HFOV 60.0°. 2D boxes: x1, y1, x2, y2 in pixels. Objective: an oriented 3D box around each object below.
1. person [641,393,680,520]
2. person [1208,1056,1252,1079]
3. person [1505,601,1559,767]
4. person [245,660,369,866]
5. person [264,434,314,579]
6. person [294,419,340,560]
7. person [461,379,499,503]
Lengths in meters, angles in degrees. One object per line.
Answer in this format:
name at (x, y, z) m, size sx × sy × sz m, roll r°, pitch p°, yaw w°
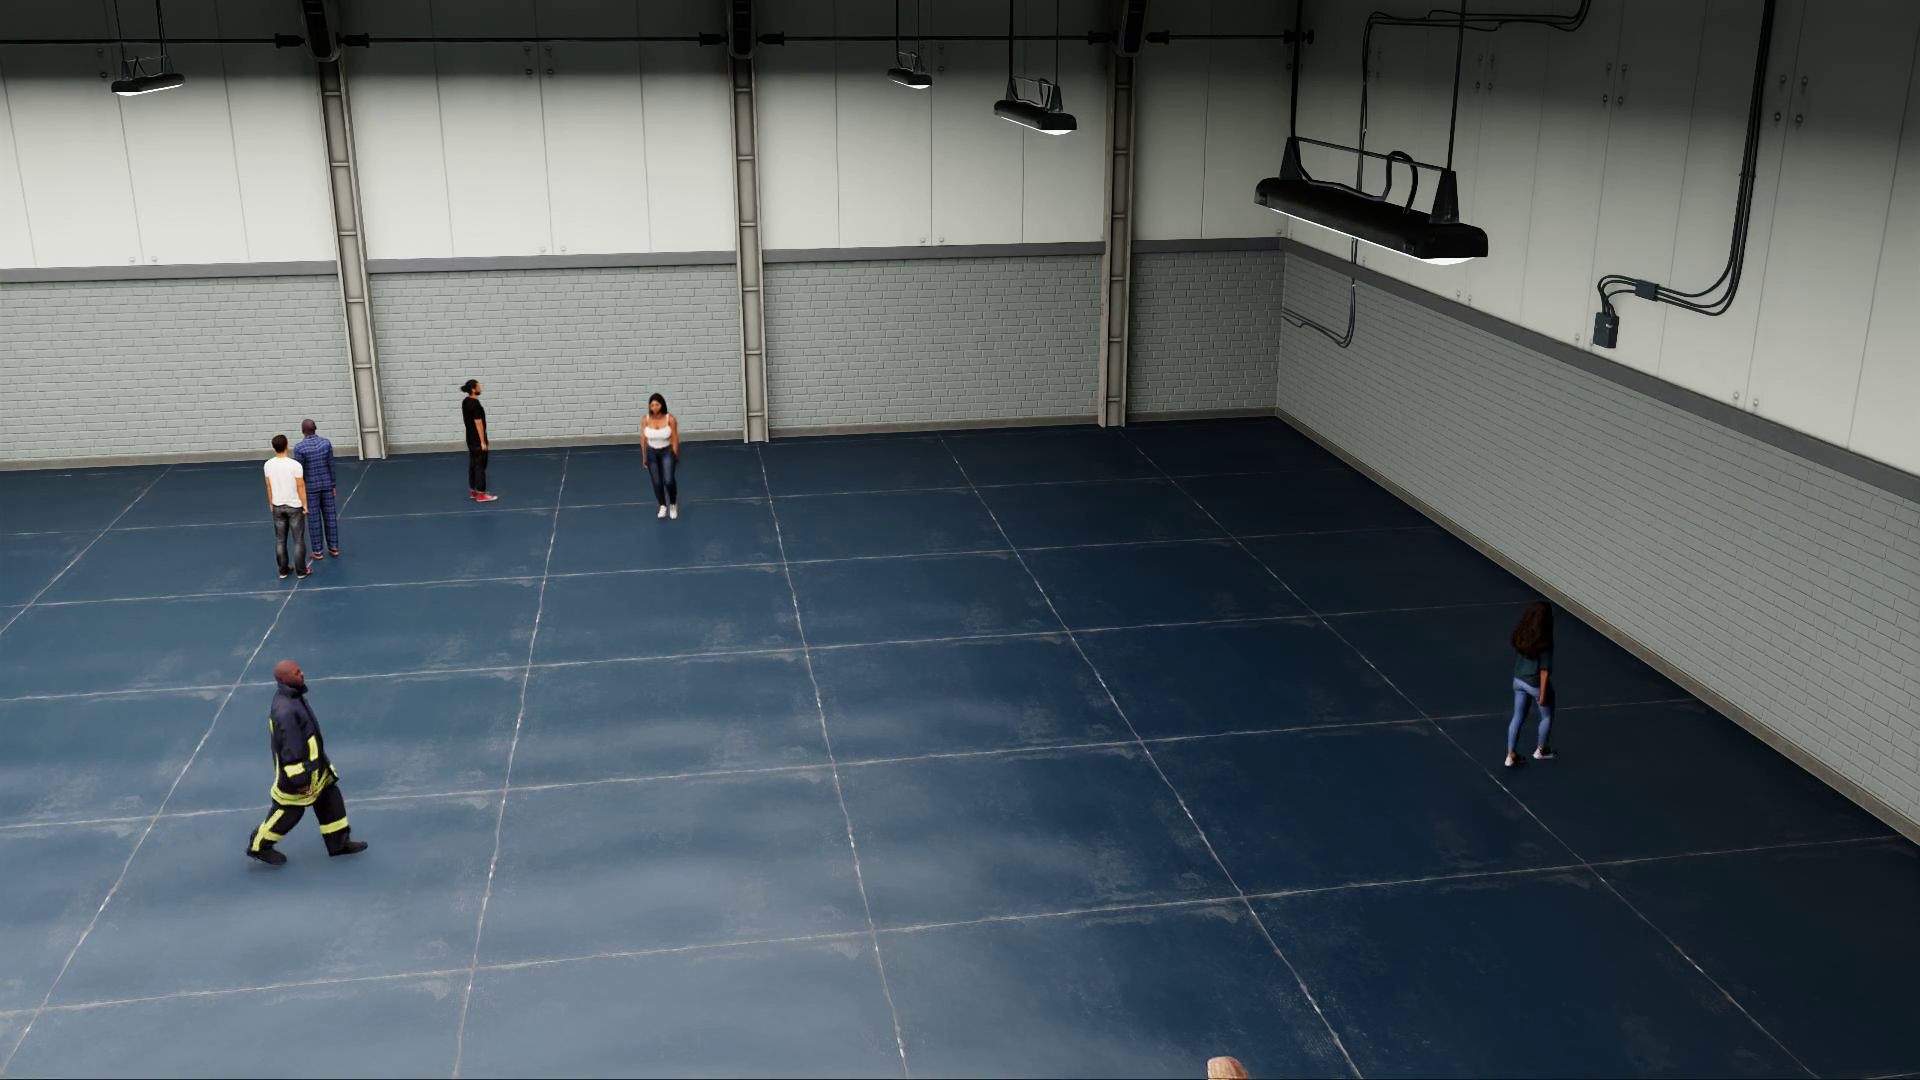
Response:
person at (-4.102, -1.174, 22.910) m, size 0.709 × 1.791 × 0.790 m, roll 2°, pitch 18°, yaw 6°
person at (1.553, 3.488, 8.751) m, size 0.652 × 1.693 × 0.588 m, roll -8°, pitch 20°, yaw -22°
person at (5.251, 1.357, 15.450) m, size 0.884 × 1.598 × 0.756 m, roll -11°, pitch 21°, yaw -30°
person at (-5.514, 1.852, 13.623) m, size 1.154 × 1.788 × 0.726 m, roll -3°, pitch 18°, yaw -10°
person at (-8.335, -0.419, 20.574) m, size 0.539 × 1.801 × 0.721 m, roll 0°, pitch 18°, yaw 0°
person at (-8.232, -0.670, 21.320) m, size 0.679 × 1.817 × 0.803 m, roll -13°, pitch 22°, yaw -34°
person at (-6.909, -1.430, 23.751) m, size 0.701 × 1.757 × 0.710 m, roll -13°, pitch 22°, yaw -35°
